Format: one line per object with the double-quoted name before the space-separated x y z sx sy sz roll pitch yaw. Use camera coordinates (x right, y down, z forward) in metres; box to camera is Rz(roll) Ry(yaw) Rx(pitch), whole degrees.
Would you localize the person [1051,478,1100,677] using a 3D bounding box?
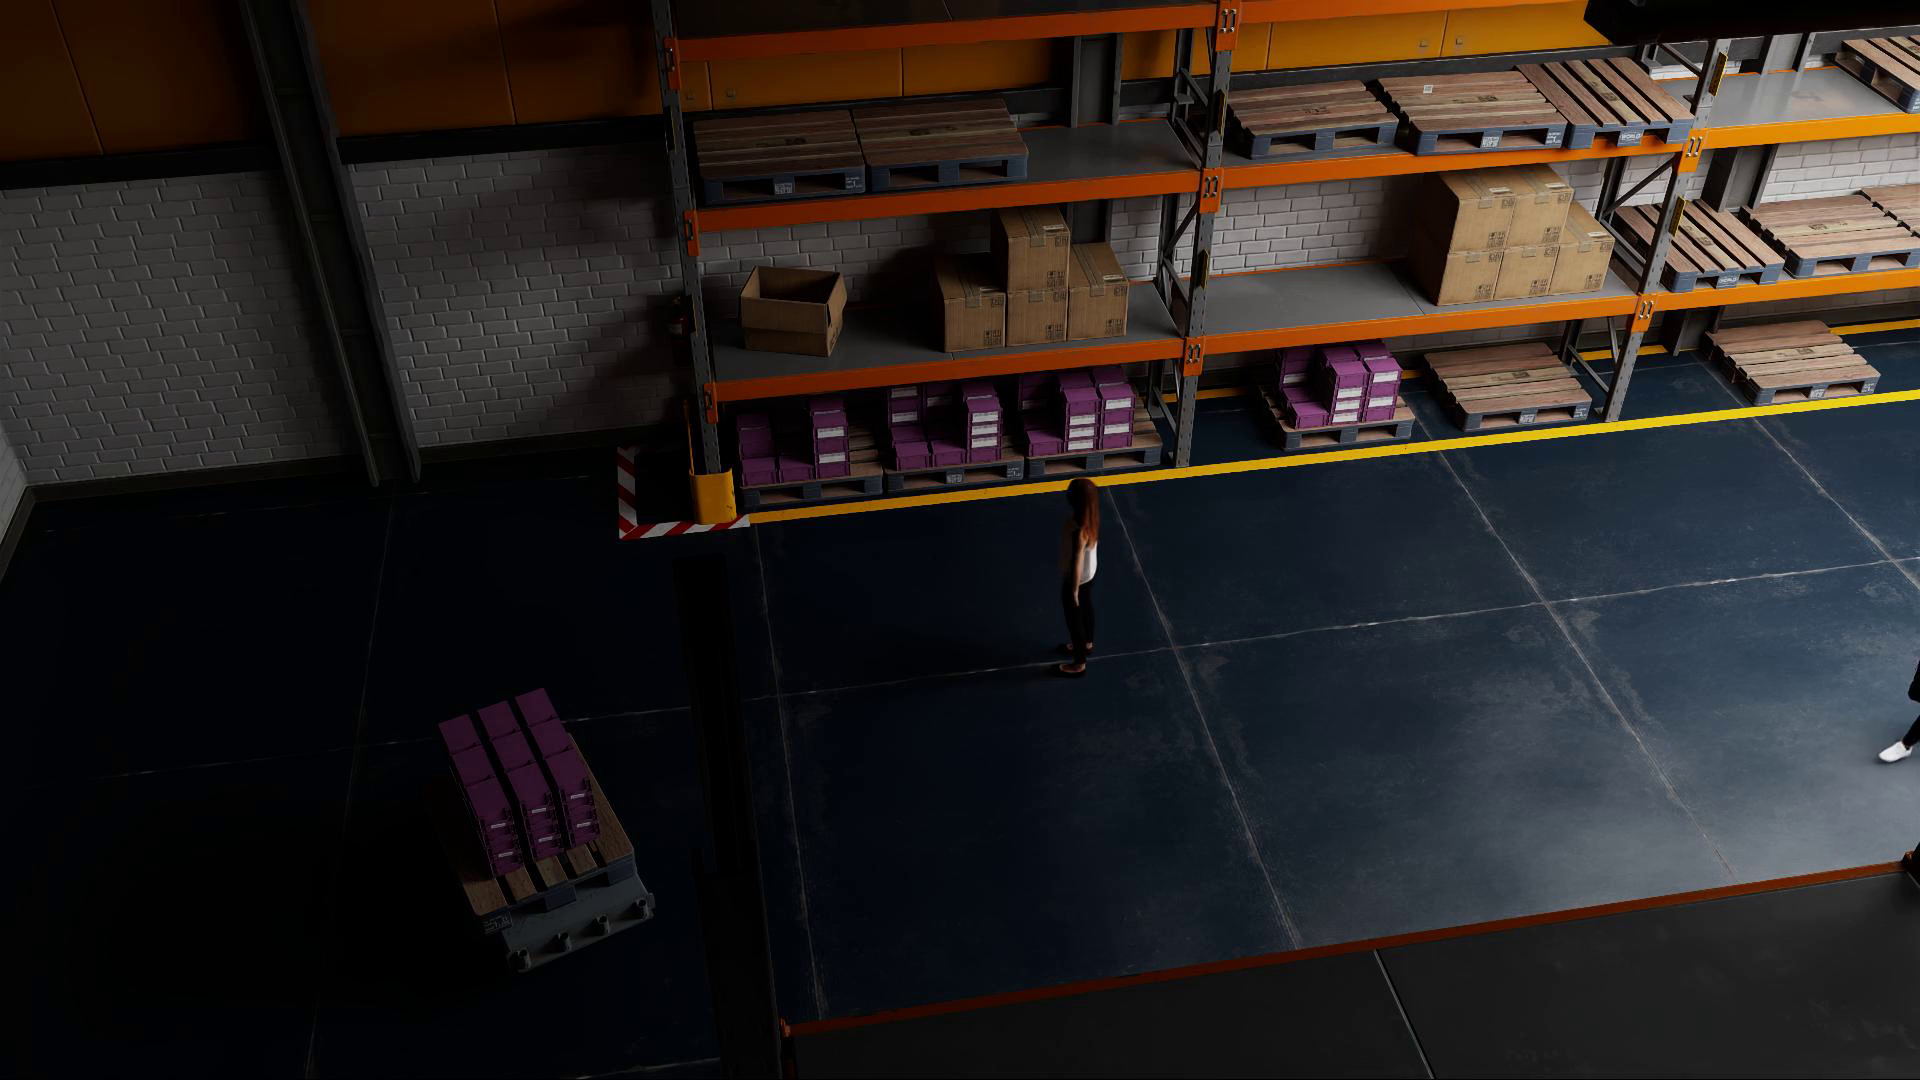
"person" 0.868 0.253 11.937 0.637 1.719 0.639 11 40 13
